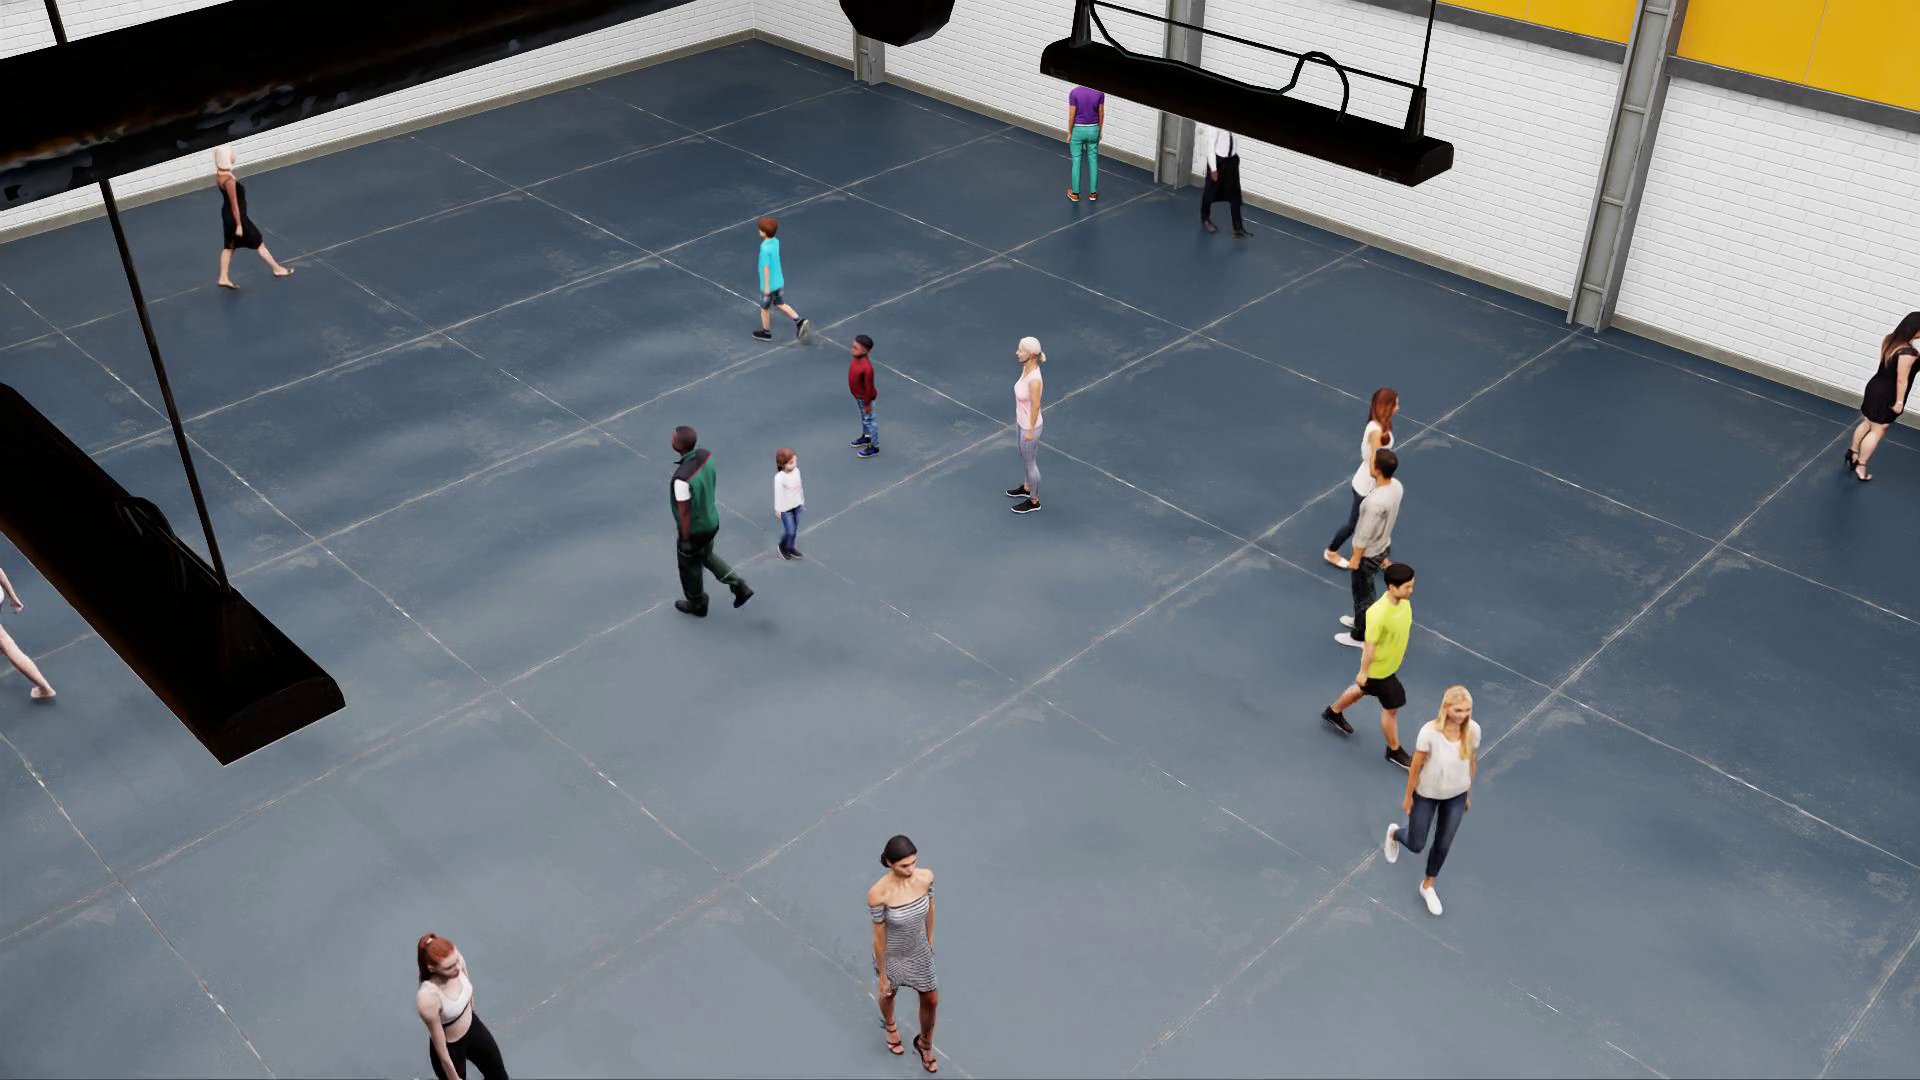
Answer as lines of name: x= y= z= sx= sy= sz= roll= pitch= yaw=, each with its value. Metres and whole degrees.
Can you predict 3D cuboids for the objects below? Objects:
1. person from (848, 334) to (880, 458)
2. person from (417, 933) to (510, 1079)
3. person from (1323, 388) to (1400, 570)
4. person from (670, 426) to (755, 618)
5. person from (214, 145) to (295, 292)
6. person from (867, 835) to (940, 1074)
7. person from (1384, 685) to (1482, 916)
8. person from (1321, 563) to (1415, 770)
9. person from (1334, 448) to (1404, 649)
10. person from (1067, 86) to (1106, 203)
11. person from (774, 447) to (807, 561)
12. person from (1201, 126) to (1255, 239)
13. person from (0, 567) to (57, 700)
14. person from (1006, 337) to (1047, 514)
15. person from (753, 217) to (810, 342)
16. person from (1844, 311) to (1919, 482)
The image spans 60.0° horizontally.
person: x=-0.909 y=-1.414 z=16.061 sx=0.629 sy=1.252 sz=0.531 roll=-11 pitch=35 yaw=-17
person: x=-2.890 y=2.804 z=9.287 sx=0.821 sy=1.728 sz=0.771 roll=10 pitch=35 yaw=14
person: x=3.428 y=-0.485 z=14.210 sx=0.978 sy=1.756 sz=0.759 roll=16 pitch=37 yaw=22
person: x=-2.072 y=-0.098 z=13.566 sx=1.074 sy=1.823 sz=0.924 roll=11 pitch=35 yaw=16
person: x=-8.341 y=-3.627 z=18.993 sx=0.770 sy=1.693 sz=1.049 roll=-23 pitch=40 yaw=-30
person: x=-0.399 y=2.386 z=9.843 sx=0.699 sy=1.807 sz=0.765 roll=-16 pitch=37 yaw=-22
person: x=3.116 y=1.636 z=10.982 sx=0.873 sy=1.795 sz=0.979 roll=-6 pitch=34 yaw=-9
person: x=3.041 y=0.863 z=12.259 sx=1.119 sy=1.669 sz=0.758 roll=22 pitch=39 yaw=29
person: x=3.308 y=0.083 z=13.309 sx=0.646 sy=1.806 sz=0.698 roll=19 pitch=38 yaw=26
person: x=1.609 y=-5.226 z=21.332 sx=0.727 sy=1.767 sz=0.761 roll=-5 pitch=34 yaw=-7
person: x=-1.538 y=-0.335 z=14.570 sx=0.502 sy=1.106 sz=0.470 roll=24 pitch=40 yaw=31
person: x=3.148 y=-4.628 z=20.397 sx=0.864 sy=1.805 sz=1.192 roll=-18 pitch=38 yaw=-25
person: x=-7.390 y=0.529 z=12.723 sx=1.211 sy=1.711 sz=0.959 roll=9 pitch=35 yaw=13
person: x=0.631 y=-1.068 z=15.113 sx=0.701 sy=1.726 sz=0.624 roll=-4 pitch=34 yaw=-6
person: x=-1.973 y=-2.791 z=17.972 sx=0.944 sy=1.431 sz=0.752 roll=11 pitch=35 yaw=16
person: x=8.651 y=-1.353 z=15.555 sx=0.793 sy=1.711 sz=0.750 roll=4 pitch=34 yaw=5
